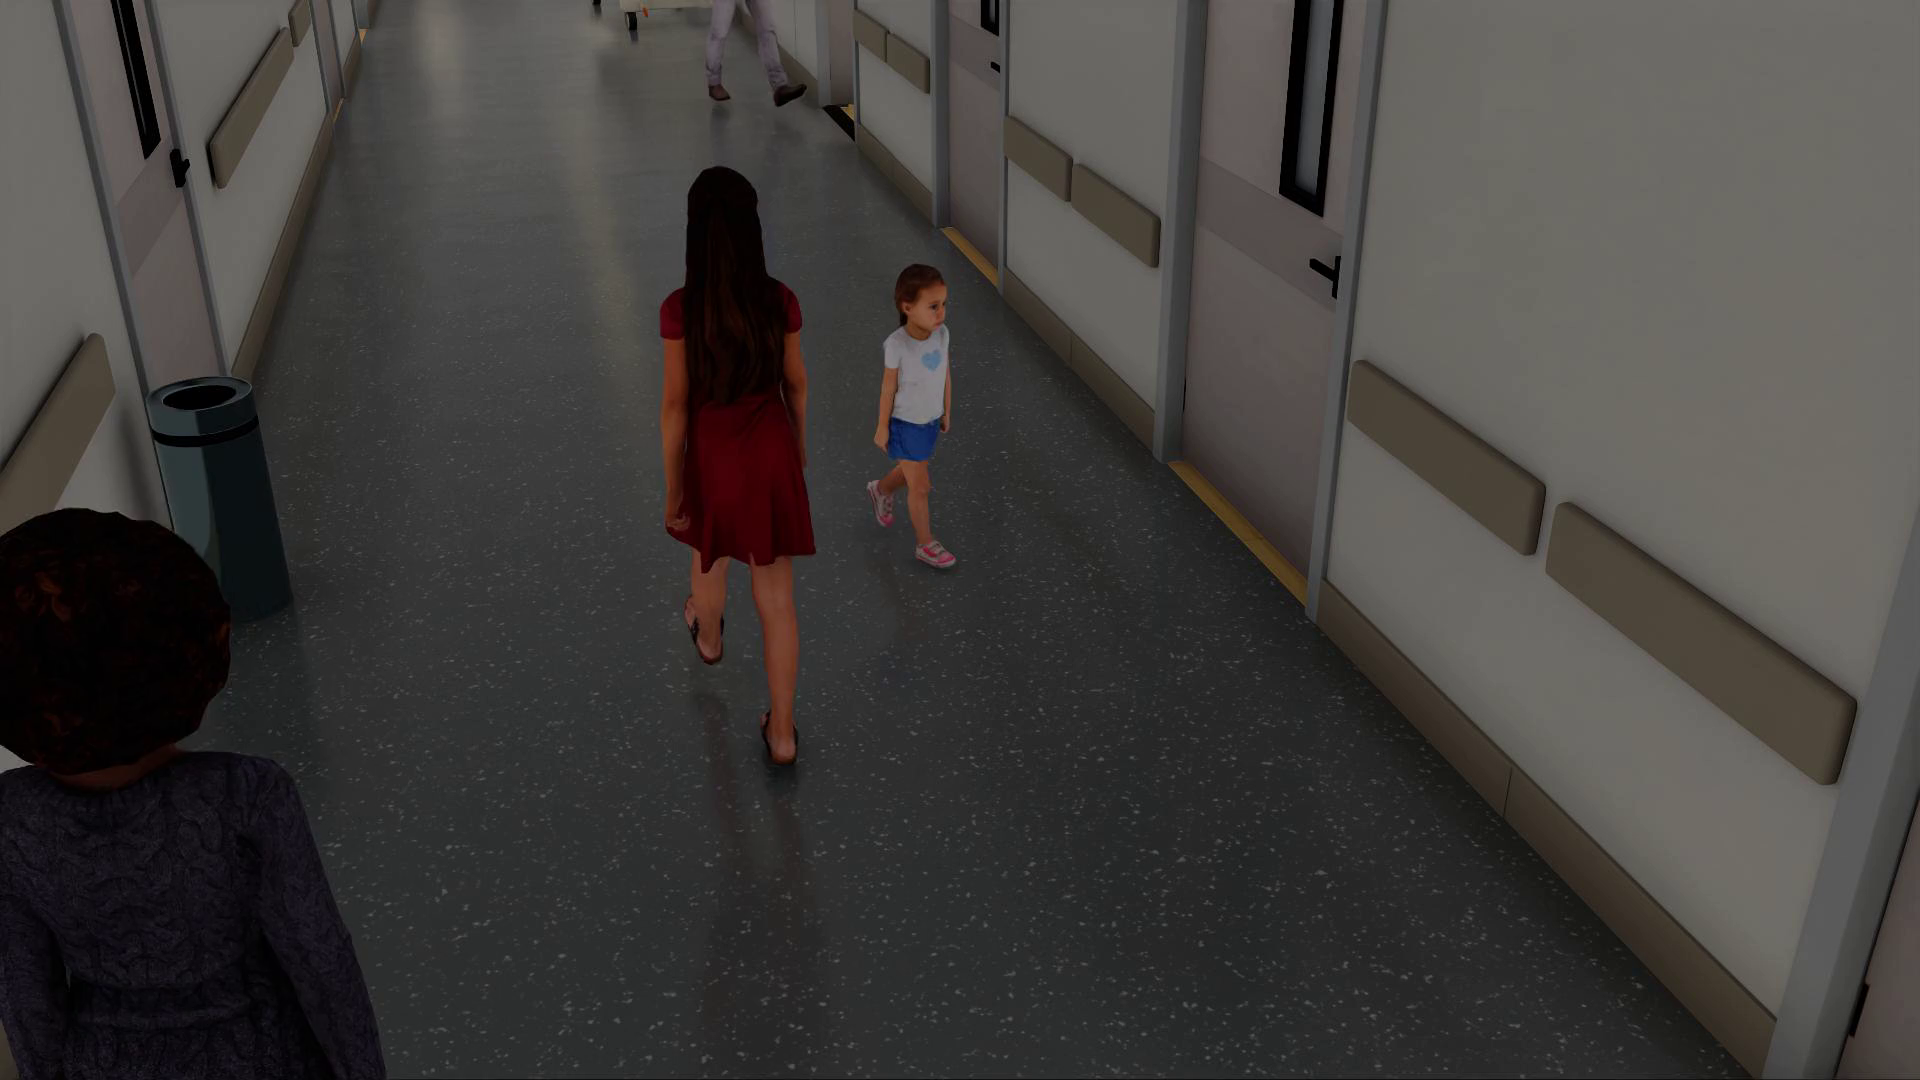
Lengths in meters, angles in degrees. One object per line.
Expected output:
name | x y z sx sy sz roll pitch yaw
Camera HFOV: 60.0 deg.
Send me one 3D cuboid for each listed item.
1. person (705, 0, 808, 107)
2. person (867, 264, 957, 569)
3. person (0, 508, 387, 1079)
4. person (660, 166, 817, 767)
person | -1.670 -4.093 12.123 1.261 1.828 1.150 -21 33 -37
person | -0.183 -0.424 5.462 0.710 1.004 0.694 -23 34 -40
person | -0.981 0.803 2.126 0.933 1.693 0.742 -3 26 -5
person | -0.559 -0.142 4.289 0.964 1.507 0.619 -7 27 -14
